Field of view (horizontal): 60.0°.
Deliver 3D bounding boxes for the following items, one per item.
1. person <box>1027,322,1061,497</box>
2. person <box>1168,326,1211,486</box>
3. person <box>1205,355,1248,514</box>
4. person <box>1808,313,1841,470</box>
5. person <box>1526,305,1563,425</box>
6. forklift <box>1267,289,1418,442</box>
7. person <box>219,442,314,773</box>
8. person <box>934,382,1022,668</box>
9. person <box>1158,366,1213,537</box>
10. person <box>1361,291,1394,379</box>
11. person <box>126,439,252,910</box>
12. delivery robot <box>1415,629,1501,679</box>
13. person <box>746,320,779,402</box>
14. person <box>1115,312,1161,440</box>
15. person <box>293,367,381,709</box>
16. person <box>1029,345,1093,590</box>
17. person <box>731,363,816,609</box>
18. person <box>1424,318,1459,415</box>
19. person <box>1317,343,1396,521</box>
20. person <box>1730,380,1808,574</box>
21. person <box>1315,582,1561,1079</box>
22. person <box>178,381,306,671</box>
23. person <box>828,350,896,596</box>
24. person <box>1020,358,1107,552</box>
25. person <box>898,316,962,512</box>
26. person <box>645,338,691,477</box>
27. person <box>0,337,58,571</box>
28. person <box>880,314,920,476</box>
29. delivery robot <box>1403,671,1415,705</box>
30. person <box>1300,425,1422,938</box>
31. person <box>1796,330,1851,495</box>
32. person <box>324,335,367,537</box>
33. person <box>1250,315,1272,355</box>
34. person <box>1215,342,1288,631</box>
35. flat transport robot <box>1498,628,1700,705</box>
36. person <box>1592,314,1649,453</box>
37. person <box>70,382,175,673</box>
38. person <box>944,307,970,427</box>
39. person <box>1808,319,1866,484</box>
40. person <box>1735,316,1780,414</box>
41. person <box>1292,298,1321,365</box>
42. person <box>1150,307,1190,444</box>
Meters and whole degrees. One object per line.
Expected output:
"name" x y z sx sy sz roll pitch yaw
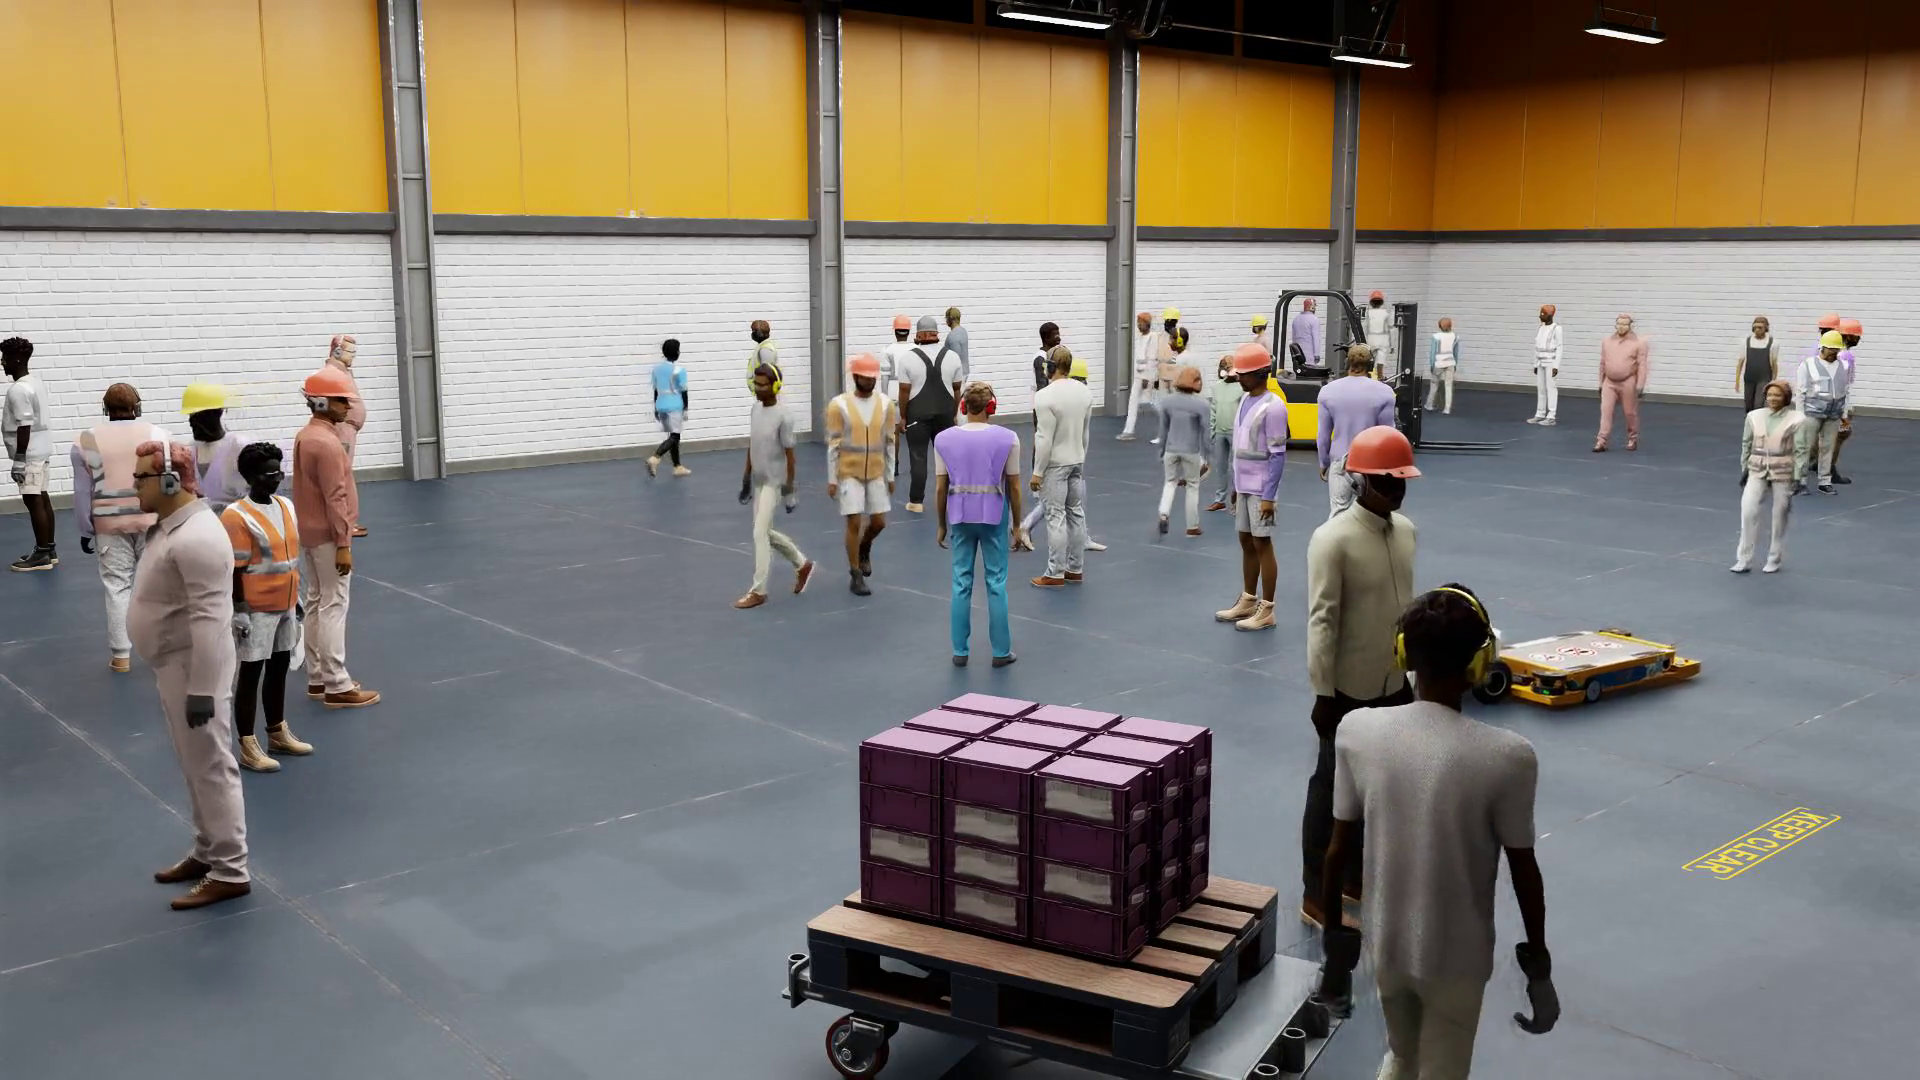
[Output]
"person" 0.936 -1.423 18.228 0.391 1.920 0.588 2 10 11
"person" 2.587 -1.506 18.935 0.457 1.842 0.550 5 11 25
"person" 2.761 -1.080 17.049 0.270 1.632 0.504 -9 13 -41
"person" 10.636 -1.818 20.486 0.357 1.938 0.542 2 10 13
"person" 9.180 -2.735 26.016 0.356 1.881 0.575 -3 10 -15
"forklift" 5.034 -2.339 22.783 2.313 2.155 1.214 3 10 16
"person" -3.580 0.333 8.588 0.317 1.697 0.540 2 10 13
"person" 0.116 -0.088 10.650 0.564 1.838 0.388 2 10 10
"person" 2.100 -0.818 15.543 0.546 1.621 0.489 6 11 29
"person" 7.713 -3.603 30.808 0.619 1.999 1.016 3 10 17
"person" -3.162 0.538 6.783 0.403 1.906 0.651 -6 11 -32
"delivery robot" 2.835 0.638 9.874 0.707 0.478 0.477 -3 10 -18
"person" -2.483 -1.855 20.991 0.429 1.840 0.630 -1 10 -6
"person" 2.718 -2.351 23.875 0.923 1.849 0.570 -5 11 -27
"person" -3.692 -0.014 9.767 0.392 1.991 0.613 -7 12 -35
"person" 0.788 -0.575 13.204 0.371 1.941 0.627 9 13 41
"person" -1.428 -0.429 12.631 0.800 1.843 0.542 -7 12 -35
"person" 8.079 -2.917 27.890 0.534 1.594 0.845 -1 10 -6
"person" 3.201 -0.620 13.470 0.630 1.940 0.372 4 10 22
"person" 6.646 -0.502 13.693 0.699 1.609 0.546 -9 13 -44
"person" 1.183 1.030 4.085 0.537 1.851 0.542 9 13 43
"person" -4.420 -0.033 10.142 0.593 1.900 0.758 4 11 23
"person" -0.788 -0.538 13.064 0.556 1.918 0.633 -4 10 -21
"person" 0.900 -0.751 14.797 0.779 1.737 0.529 1 10 6
"person" -0.340 -1.310 17.208 0.681 2.000 0.536 -3 10 -16
"person" -3.485 -1.551 19.724 0.530 1.673 0.724 7 12 37
"person" -7.857 -0.728 14.018 0.367 1.966 0.607 -3 10 -16
"person" -0.694 -1.734 19.995 0.546 1.938 0.361 -2 10 -13
"delivery robot" 2.230 0.796 8.948 0.477 0.478 0.707 4 11 23
"person" 1.585 0.544 6.490 0.622 1.992 0.396 -9 13 -42
"person" 9.541 -1.401 18.384 0.588 1.823 0.403 0 10 -1
"person" -5.808 -0.983 15.712 0.401 1.899 0.648 -3 10 -18
"person" 4.495 -2.493 24.950 0.329 1.765 0.526 -2 10 -11
"person" 2.062 -0.373 11.749 0.389 2.034 0.605 -3 10 -15
"flat transport robot" 3.835 0.765 10.236 1.431 0.197 0.652 -6 11 -32
"person" 8.938 -2.121 22.488 0.663 1.869 0.900 9 13 41
"person" -5.275 -0.081 10.598 0.630 1.842 0.429 -5 11 -26
"person" -0.057 -2.261 23.090 0.376 1.936 0.627 2 10 12
"person" 10.208 -1.598 19.246 0.403 1.918 0.565 2 10 10
"person" 11.204 -2.245 23.354 0.520 1.819 0.817 7 12 36
"person" 6.107 -3.287 29.176 0.401 1.910 0.642 -5 11 -27
"person" 2.942 -2.287 23.254 0.363 1.930 0.588 -9 13 -41
